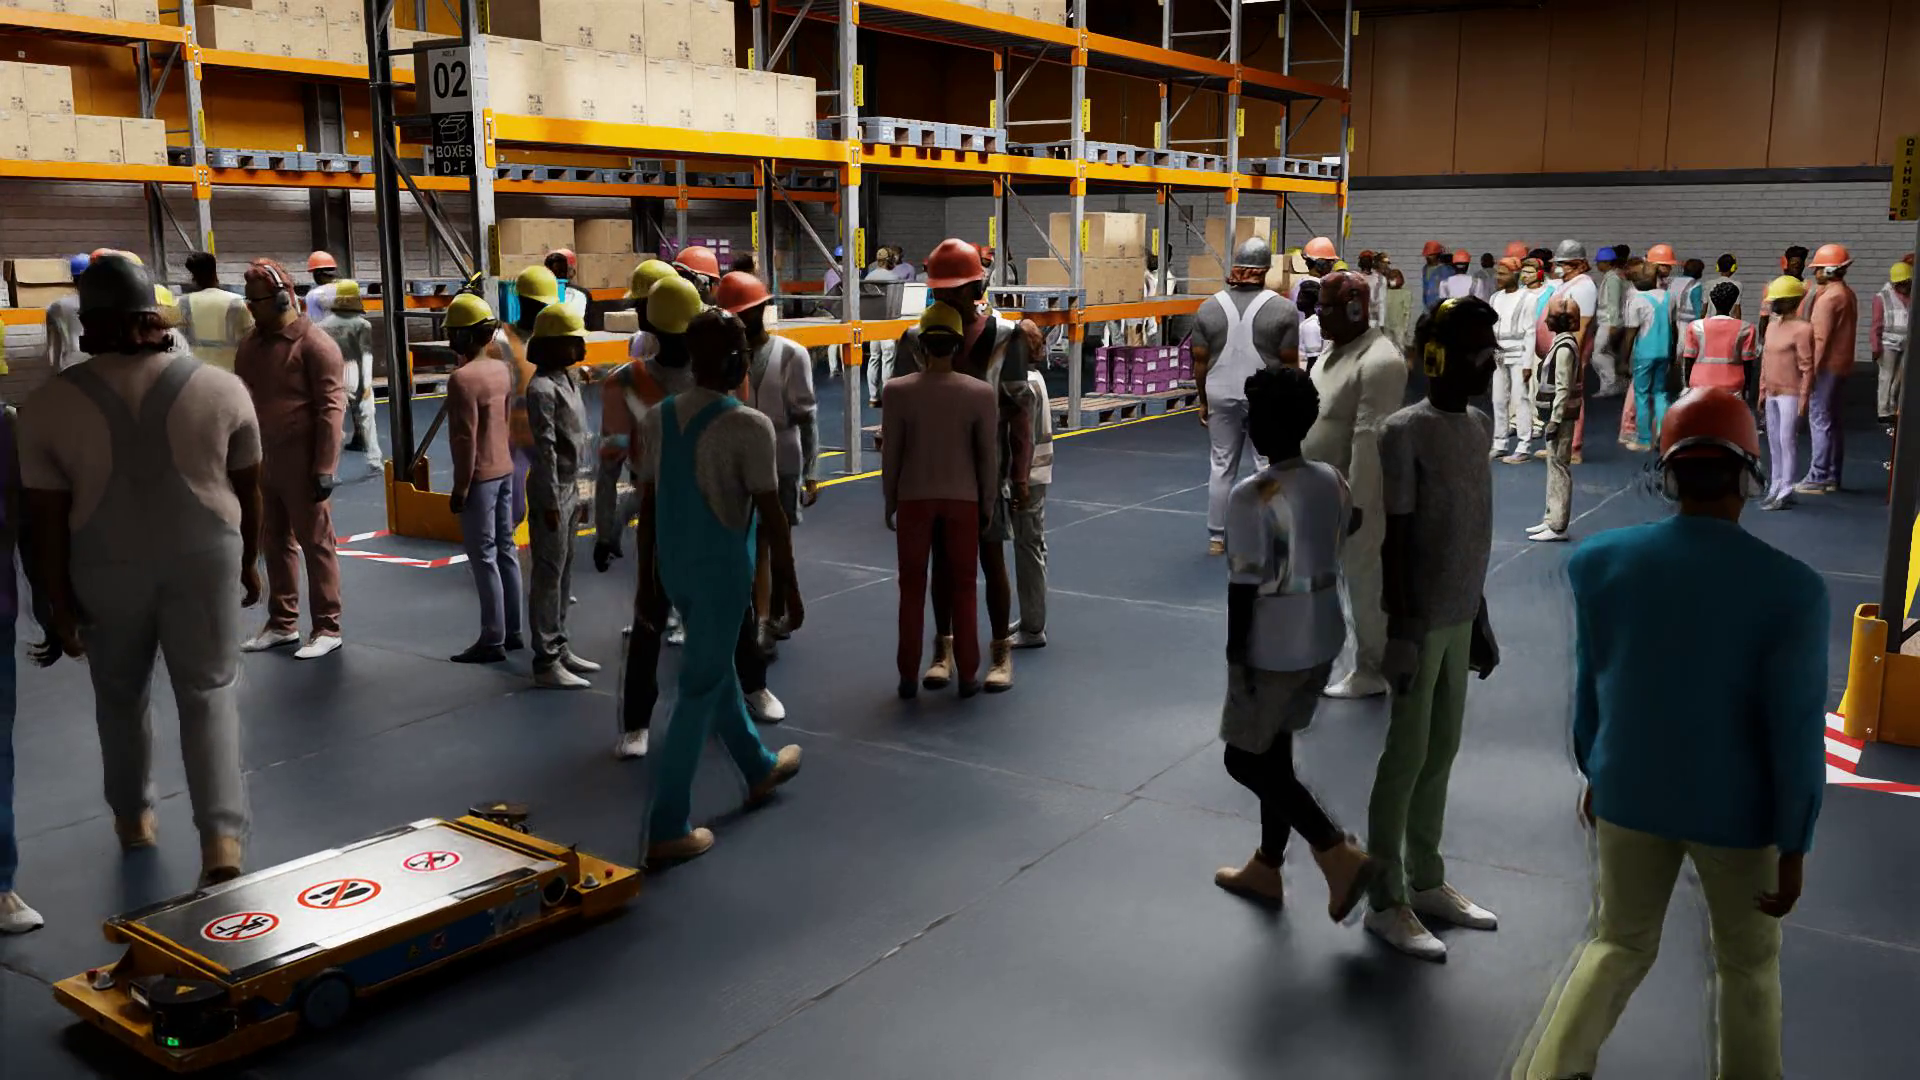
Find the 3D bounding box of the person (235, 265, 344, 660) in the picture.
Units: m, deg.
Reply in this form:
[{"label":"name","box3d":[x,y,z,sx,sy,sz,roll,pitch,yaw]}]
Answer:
[{"label":"person","box3d":[-3.287,-0.371,8.079,0.638,1.902,0.406,5,11,27]}]

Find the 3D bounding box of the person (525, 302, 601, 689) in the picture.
[{"label":"person","box3d":[-1.811,-0.204,7.586,0.315,1.743,0.487,0,10,-1]}]

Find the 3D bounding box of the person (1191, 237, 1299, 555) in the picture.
[{"label":"person","box3d":[1.848,-0.907,10.659,0.682,2.000,0.536,5,11,24]}]

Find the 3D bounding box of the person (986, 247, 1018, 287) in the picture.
[{"label":"person","box3d":[0.564,-3.305,23.946,0.535,2.000,0.686,2,10,12]}]

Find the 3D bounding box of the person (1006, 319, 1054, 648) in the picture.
[{"label":"person","box3d":[0.313,-0.280,8.296,0.310,1.638,0.523,1,10,6]}]

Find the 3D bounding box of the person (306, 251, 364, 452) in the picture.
[{"label":"person","box3d":[-5.973,-1.774,15.816,0.450,1.918,0.540,6,12,29]}]

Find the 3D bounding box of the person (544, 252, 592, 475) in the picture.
[{"label":"person","box3d":[-3.441,-1.496,14.258,0.379,1.918,0.596,9,14,41]}]

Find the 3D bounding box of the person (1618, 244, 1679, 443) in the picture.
[{"label":"person","box3d":[6.867,-1.936,16.516,0.418,1.981,0.613,9,14,41]}]

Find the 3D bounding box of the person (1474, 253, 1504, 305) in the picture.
[{"label":"person","box3d":[8.649,-3.787,27.281,0.611,1.797,0.617,-1,10,-5]}]

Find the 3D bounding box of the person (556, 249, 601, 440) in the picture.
[{"label":"person","box3d":[-3.862,-1.877,16.326,0.628,1.948,1.047,2,10,13]}]

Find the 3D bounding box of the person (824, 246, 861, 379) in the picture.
[{"label":"person","box3d":[-1.729,-3.322,24.315,0.602,1.941,0.402,10,14,44]}]

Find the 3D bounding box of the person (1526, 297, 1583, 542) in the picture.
[{"label":"person","box3d":[4.030,-0.809,11.219,0.307,1.642,0.514,3,11,16]}]

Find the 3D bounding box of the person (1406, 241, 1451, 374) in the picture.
[{"label":"person","box3d":[7.005,-3.469,24.971,0.959,1.994,0.631,-4,11,-23]}]

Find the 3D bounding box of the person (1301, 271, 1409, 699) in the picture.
[{"label":"person","box3d":[1.619,-0.217,7.281,0.659,1.886,0.649,-3,11,-17]}]

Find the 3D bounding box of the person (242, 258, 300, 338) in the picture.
[{"label":"person","box3d":[-6.009,-1.513,14.510,0.571,1.863,0.670,5,11,25]}]

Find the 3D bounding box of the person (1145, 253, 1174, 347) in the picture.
[{"label":"person","box3d":[2.866,-3.281,24.401,0.429,1.836,0.633,9,14,41]}]

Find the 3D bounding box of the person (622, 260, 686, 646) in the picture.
[{"label":"person","box3d":[-1.468,-0.434,8.358,0.589,1.924,0.384,8,13,39]}]

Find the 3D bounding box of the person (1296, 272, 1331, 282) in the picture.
[{"label":"person","box3d":[4.181,-2.439,19.512,0.636,1.911,0.406,-2,10,-11]}]

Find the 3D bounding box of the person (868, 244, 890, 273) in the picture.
[{"label":"person","box3d":[-1.377,-4.433,30.479,0.632,1.940,0.372,-3,11,-14]}]

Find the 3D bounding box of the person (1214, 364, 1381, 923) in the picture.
[{"label":"person","box3d":[0.998,0.324,4.874,0.537,1.672,0.576,-10,14,-43]}]

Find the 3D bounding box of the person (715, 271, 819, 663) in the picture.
[{"label":"person","box3d":[-0.968,-0.360,8.091,0.557,1.863,0.987,0,10,-2]}]

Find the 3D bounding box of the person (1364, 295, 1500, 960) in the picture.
[{"label":"person","box3d":[1.379,0.241,4.768,0.512,1.873,0.328,-10,14,-44]}]

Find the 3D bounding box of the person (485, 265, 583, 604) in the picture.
[{"label":"person","box3d":[-2.458,-0.600,9.398,0.627,1.891,0.742,-9,14,-41]}]

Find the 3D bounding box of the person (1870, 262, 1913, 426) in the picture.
[{"label":"person","box3d":[10.155,-2.112,18.029,0.614,1.790,0.520,1,10,4]}]

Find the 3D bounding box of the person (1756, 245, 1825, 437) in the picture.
[{"label":"person","box3d":[8.570,-2.036,17.206,0.612,1.933,0.362,7,12,32]}]

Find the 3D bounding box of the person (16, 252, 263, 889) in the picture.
[{"label":"person","box3d":[-2.547,0.067,5.260,0.682,2.000,0.996,-5,11,-26]}]

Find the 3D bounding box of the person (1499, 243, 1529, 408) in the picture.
[{"label":"person","box3d":[6.551,-2.458,19.415,0.718,1.992,0.419,-6,12,-32]}]

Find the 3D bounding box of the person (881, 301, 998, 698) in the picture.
[{"label":"person","box3d":[-0.089,-0.174,7.388,0.518,1.756,0.353,0,10,-1]}]

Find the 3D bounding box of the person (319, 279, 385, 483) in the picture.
[{"label":"person","box3d":[-5.165,-1.338,13.990,0.490,1.698,0.901,1,10,6]}]

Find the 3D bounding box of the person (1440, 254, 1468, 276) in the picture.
[{"label":"person","box3d":[7.526,-3.464,25.491,0.640,1.818,0.440,-6,12,-30]}]

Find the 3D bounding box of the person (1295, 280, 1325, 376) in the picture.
[{"label":"person","box3d":[2.874,-1.298,13.770,0.318,1.700,0.535,2,10,8]}]
